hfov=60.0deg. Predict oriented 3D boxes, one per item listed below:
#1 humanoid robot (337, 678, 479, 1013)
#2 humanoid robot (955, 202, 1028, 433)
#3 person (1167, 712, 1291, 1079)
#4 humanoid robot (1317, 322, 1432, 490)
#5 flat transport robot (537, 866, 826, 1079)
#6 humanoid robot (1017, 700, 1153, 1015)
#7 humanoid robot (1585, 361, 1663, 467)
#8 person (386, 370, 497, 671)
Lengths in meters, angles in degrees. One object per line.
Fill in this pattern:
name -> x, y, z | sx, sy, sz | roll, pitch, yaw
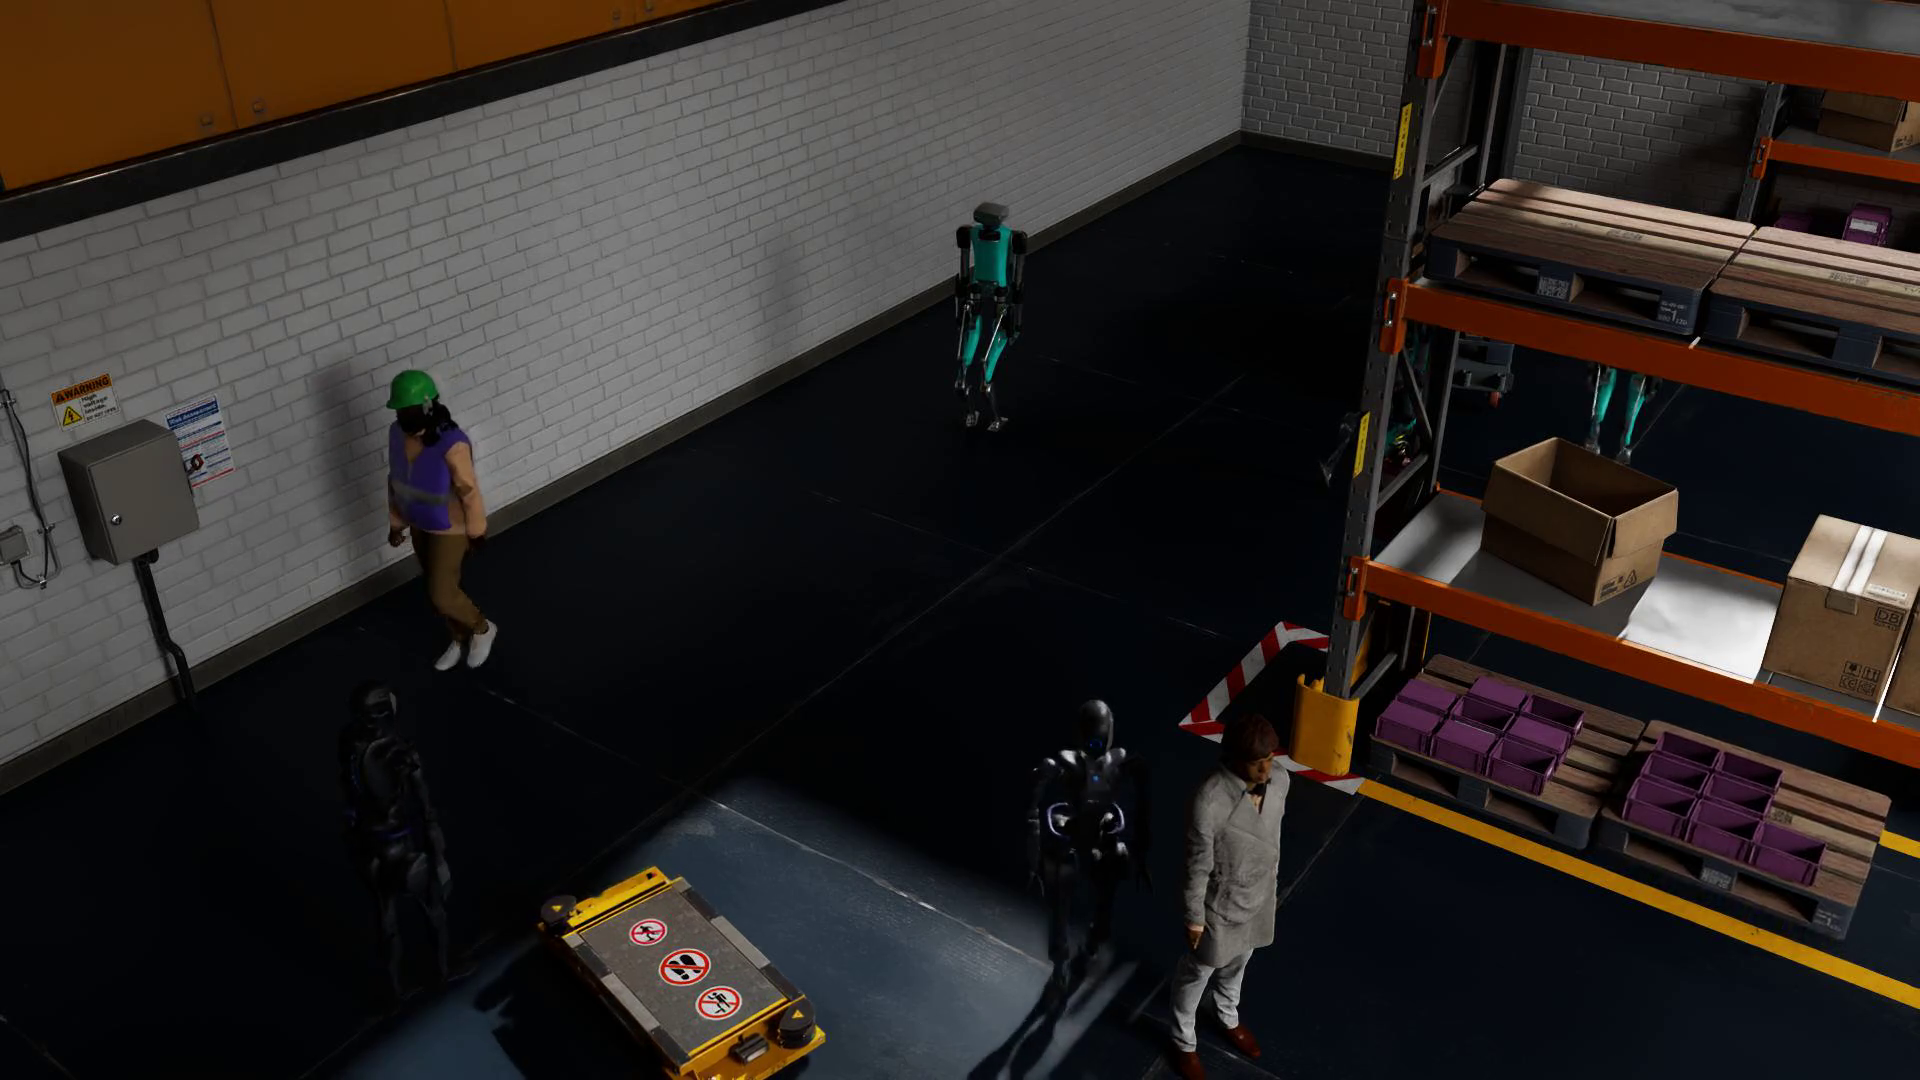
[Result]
humanoid robot -> -2.517, 1.351, 7.306 | 0.585, 1.640, 0.412 | 16, 34, 26
humanoid robot -> 0.163, -1.574, 12.193 | 0.531, 1.689, 0.706 | 8, 31, 14
person -> 1.130, 1.481, 6.908 | 0.515, 1.829, 0.361 | -17, 34, -27
humanoid robot -> 2.843, -1.004, 11.364 | 1.004, 1.779, 0.531 | 17, 34, 27
flat transport robot -> -1.299, 1.988, 7.591 | 0.659, 0.231, 1.431 | -23, 37, -34
humanoid robot -> 0.544, 1.350, 7.311 | 0.601, 1.659, 0.435 | -3, 30, -6
humanoid robot -> 4.550, -1.055, 11.410 | 0.548, 1.798, 0.678 | 12, 32, 20
person -> -3.020, -0.095, 9.556 | 0.540, 1.916, 0.486 | 17, 34, 27
